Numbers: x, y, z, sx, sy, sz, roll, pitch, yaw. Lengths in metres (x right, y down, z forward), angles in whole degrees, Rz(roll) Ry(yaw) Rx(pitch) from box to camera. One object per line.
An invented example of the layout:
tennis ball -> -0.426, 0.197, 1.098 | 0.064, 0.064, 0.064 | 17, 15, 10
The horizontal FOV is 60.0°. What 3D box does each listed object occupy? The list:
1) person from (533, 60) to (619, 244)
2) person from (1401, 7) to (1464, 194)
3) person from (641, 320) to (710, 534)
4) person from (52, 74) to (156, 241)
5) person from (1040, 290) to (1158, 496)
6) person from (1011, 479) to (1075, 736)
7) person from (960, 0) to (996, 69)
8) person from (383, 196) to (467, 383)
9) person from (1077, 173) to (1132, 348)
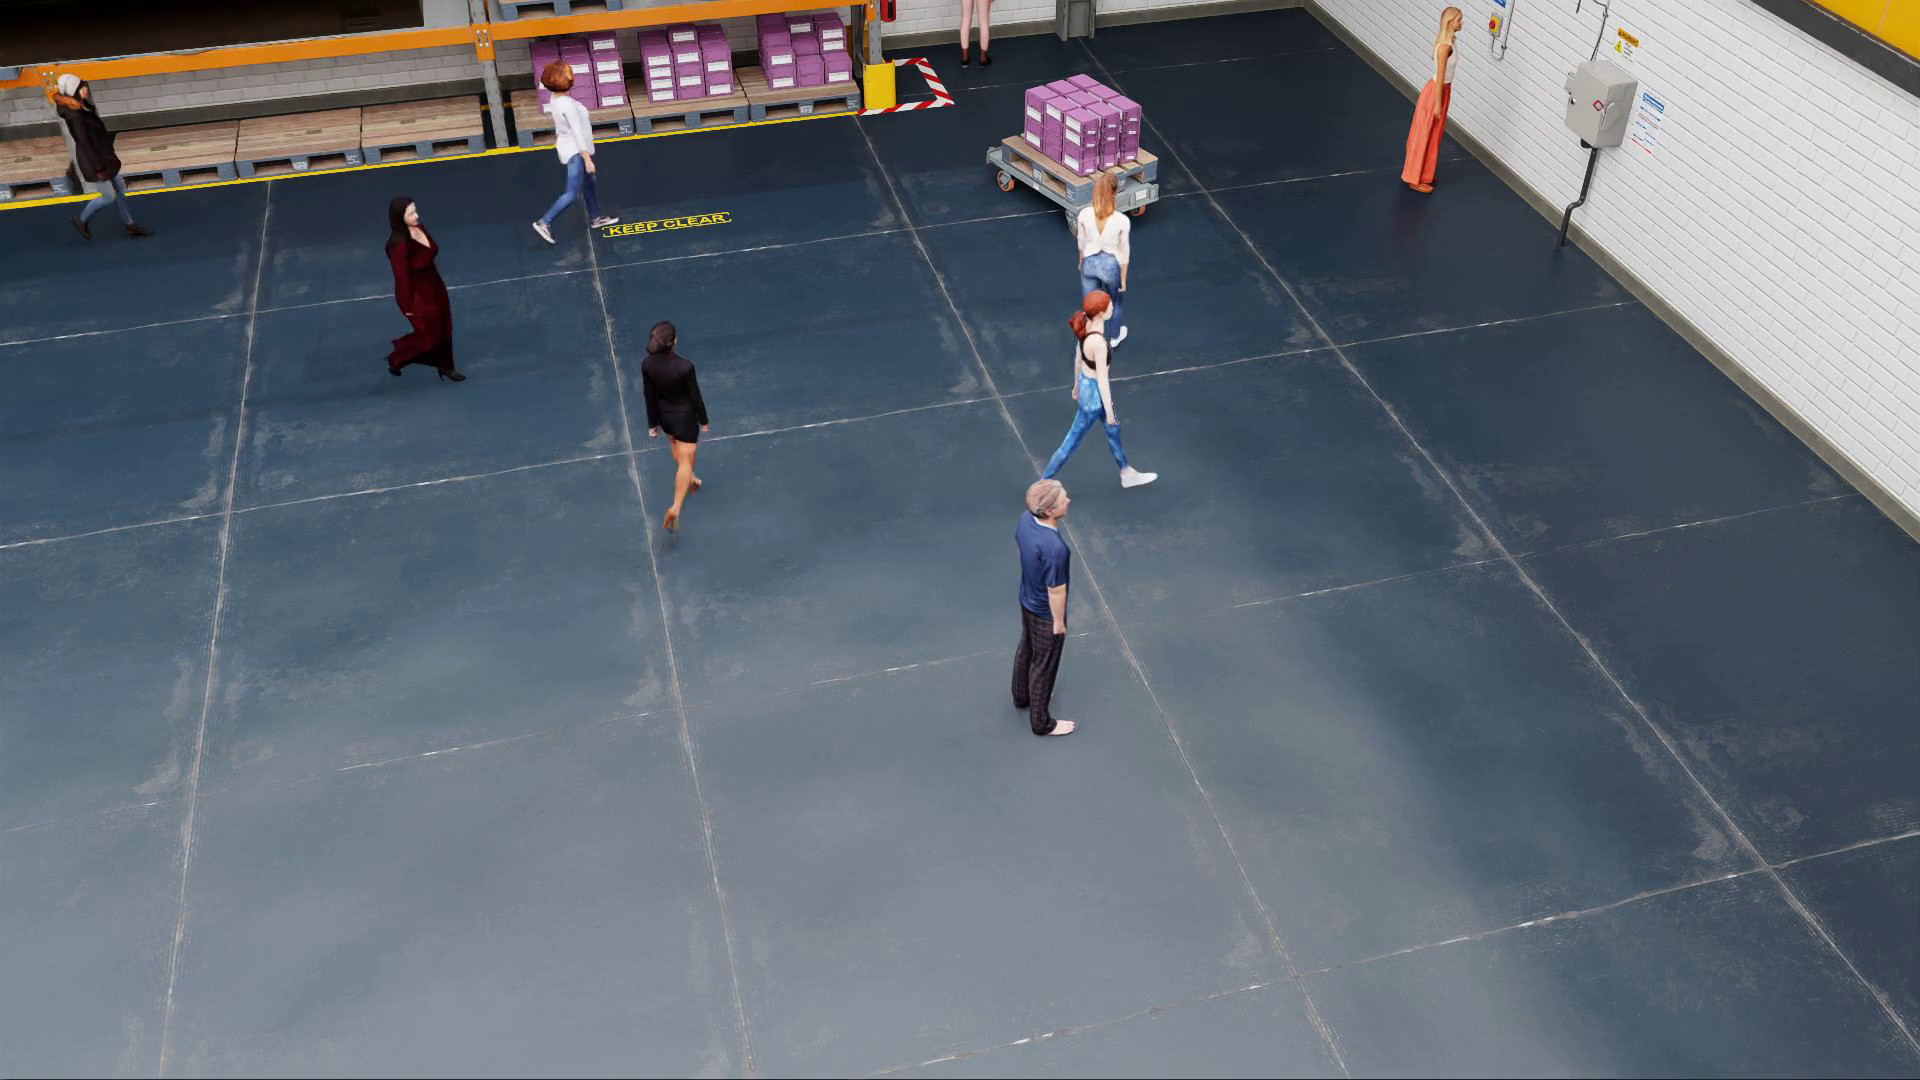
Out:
person -> -3.642, -3.540, 15.273 | 1.100, 1.688, 0.741 | -16, 41, -19
person -> 4.604, -4.276, 16.102 | 0.767, 1.803, 0.723 | 16, 41, 19
person -> -2.031, -0.789, 11.890 | 1.046, 1.611, 0.954 | 9, 40, 11
person -> -7.974, -3.467, 15.234 | 0.896, 1.622, 0.658 | -8, 39, -10
person -> 0.870, -0.972, 12.024 | 1.209, 1.731, 0.624 | -8, 39, -9
person -> 0.505, 0.396, 10.199 | 0.556, 1.871, 0.672 | -12, 40, -15
person -> 0.168, -6.118, 18.476 | 0.641, 1.720, 0.755 | 10, 40, 12
person -> -4.382, -1.943, 13.234 | 0.923, 1.737, 0.799 | 0, 39, 0
person -> 1.121, -2.117, 13.490 | 1.004, 1.691, 1.015 | 13, 41, 16
